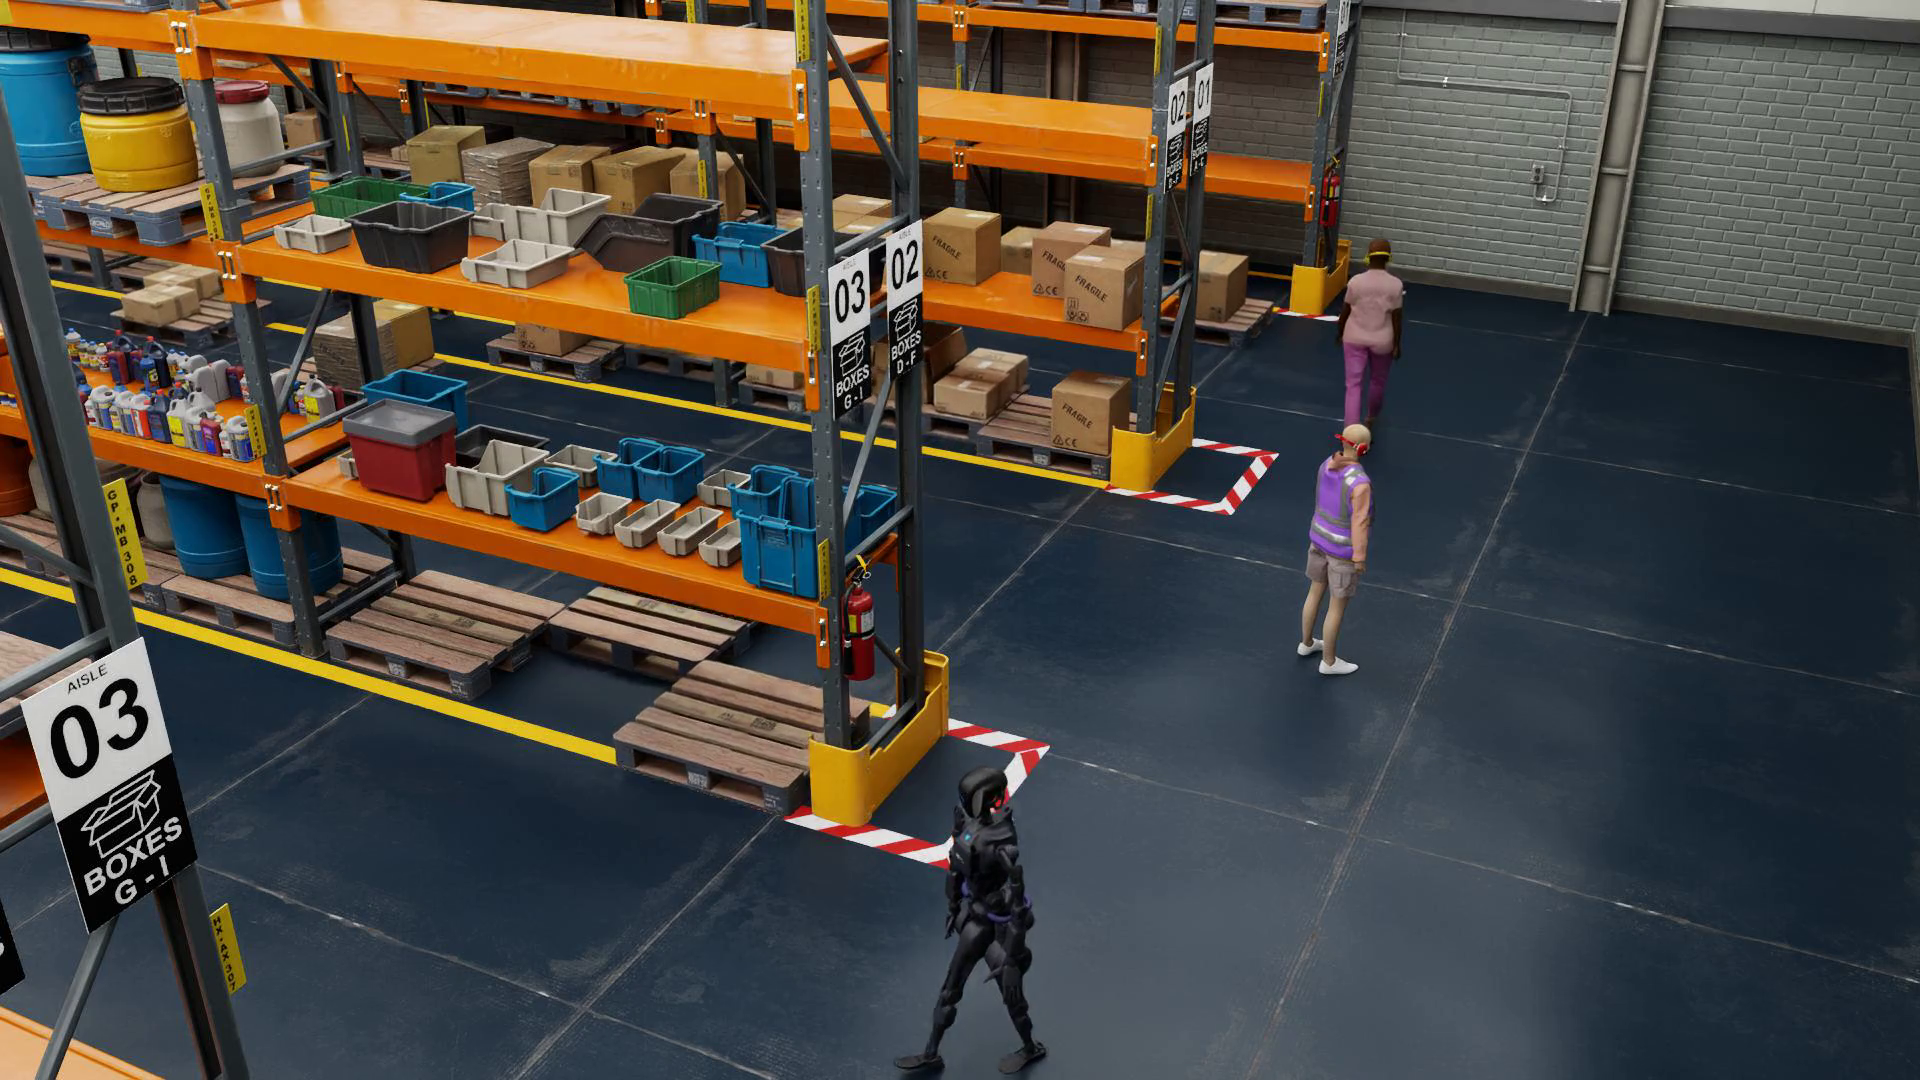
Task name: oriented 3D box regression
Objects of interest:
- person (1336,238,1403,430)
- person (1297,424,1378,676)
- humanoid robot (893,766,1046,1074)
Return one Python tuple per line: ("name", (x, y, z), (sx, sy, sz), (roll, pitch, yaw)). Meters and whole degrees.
("person", (3.455, -1.696, 14.055), (0.542, 1.741, 0.991), (7, 27, 14))
("person", (2.409, 0.055, 10.596), (0.352, 1.688, 0.489), (-11, 28, -21))
("humanoid robot", (0.084, 1.718, 7.256), (0.688, 1.638, 0.598), (-16, 31, -29))
